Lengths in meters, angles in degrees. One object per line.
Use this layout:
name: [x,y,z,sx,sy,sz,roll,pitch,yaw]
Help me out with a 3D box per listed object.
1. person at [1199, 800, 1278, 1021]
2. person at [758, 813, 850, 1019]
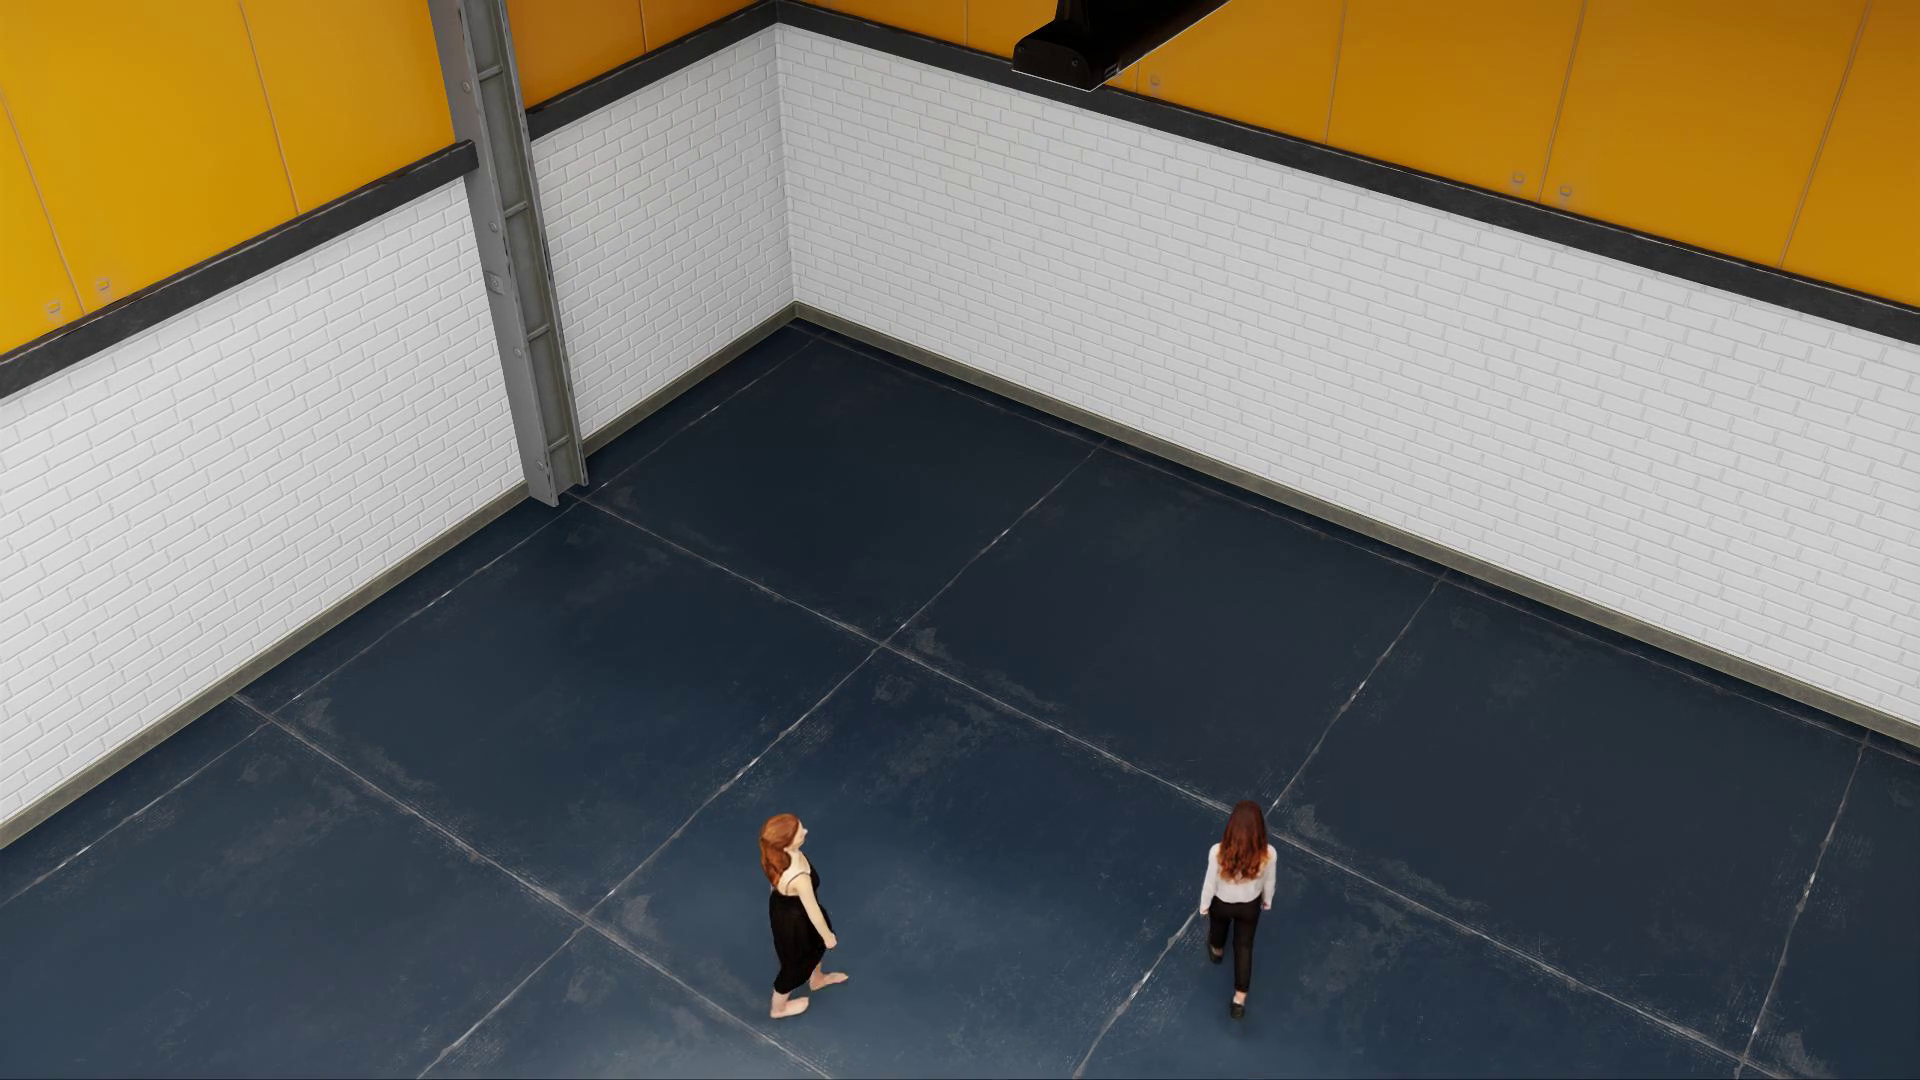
person: [1.532,2.037,9.155,0.862,1.463,1.024,3,39,3]
person: [-0.979,2.079,8.990,0.844,1.604,0.757,-15,41,-18]
